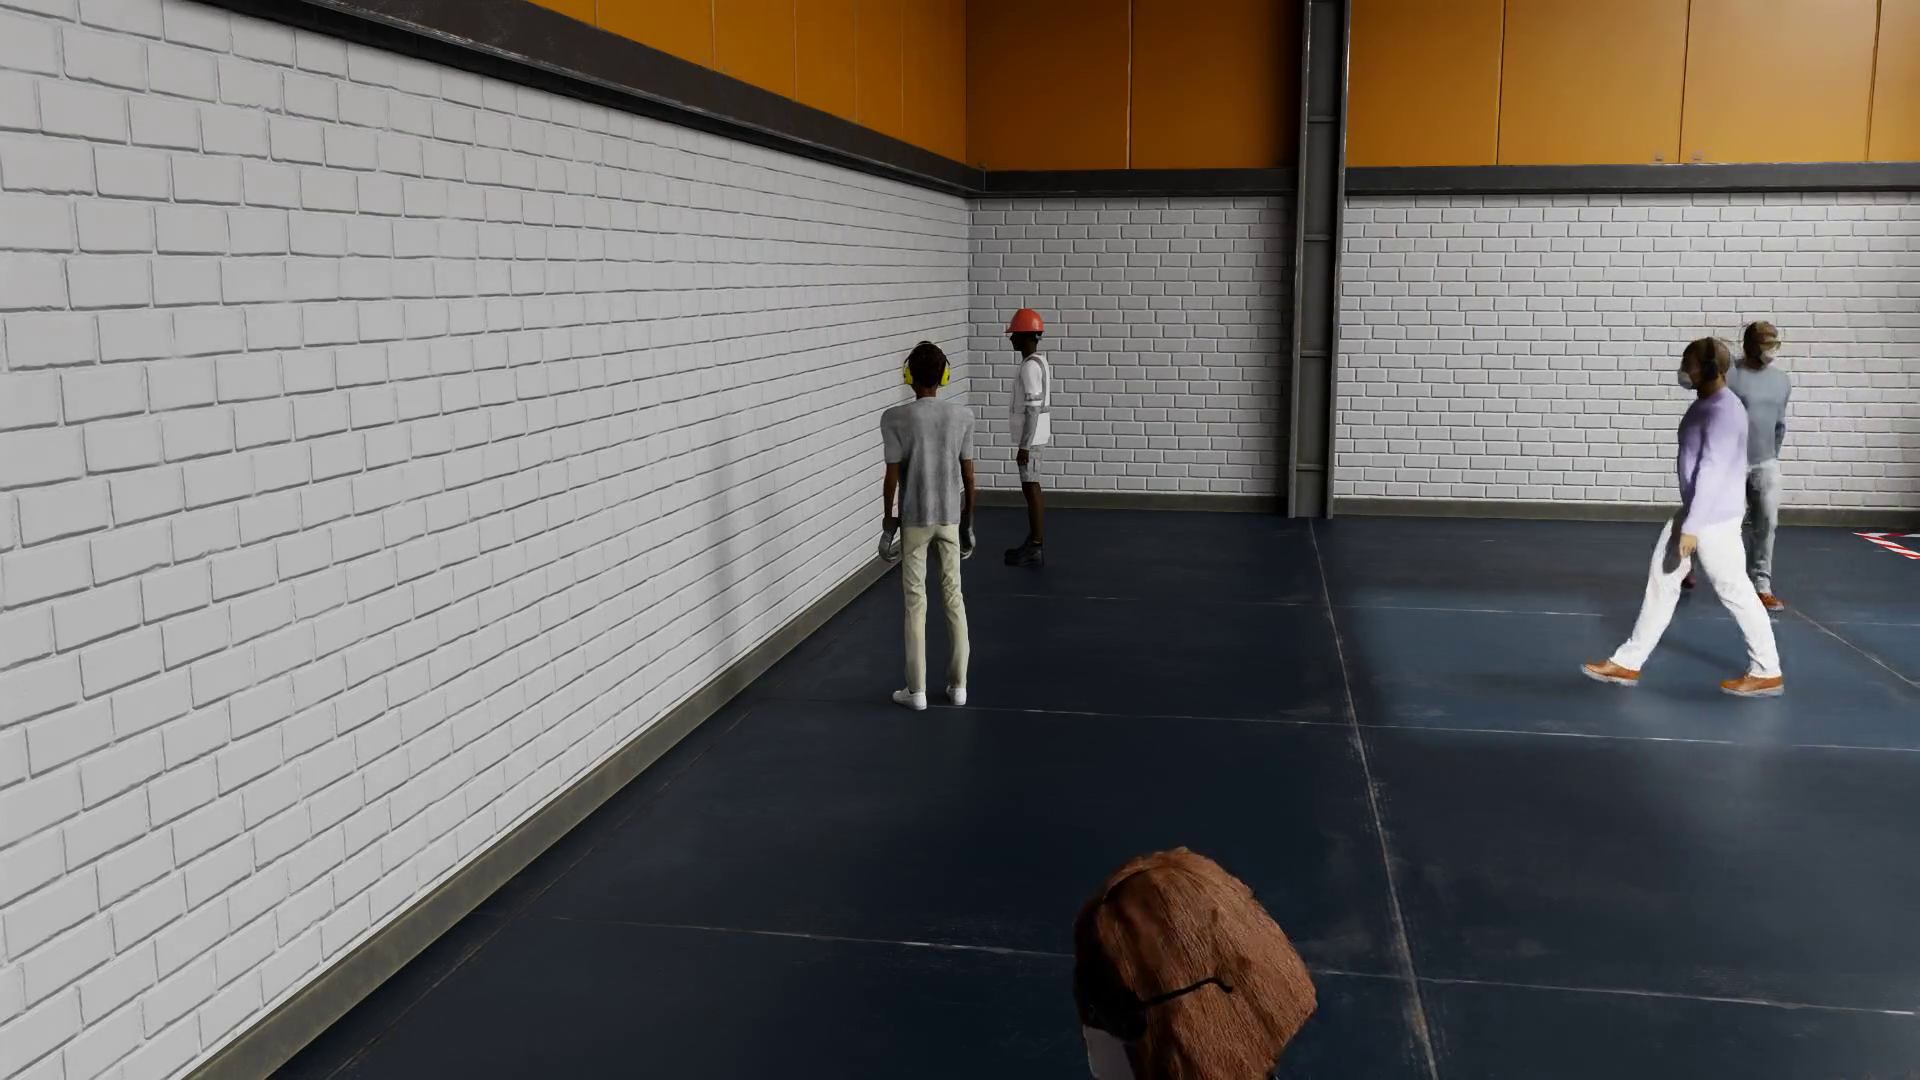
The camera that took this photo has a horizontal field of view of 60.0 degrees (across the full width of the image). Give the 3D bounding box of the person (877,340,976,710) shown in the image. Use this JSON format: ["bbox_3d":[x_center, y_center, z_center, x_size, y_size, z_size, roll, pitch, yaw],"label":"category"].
[{"bbox_3d":[-0.170,-0.071,8.454,0.515,1.872,0.333,-3,10,-18],"label":"person"}]

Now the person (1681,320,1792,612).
[{"bbox_3d":[5.195,-0.519,11.117,0.628,1.911,0.854,-2,9,-10],"label":"person"}]

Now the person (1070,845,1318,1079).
[{"bbox_3d":[0.366,1.120,1.887,0.762,1.600,0.547,-3,10,-20],"label":"person"}]

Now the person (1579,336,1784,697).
[{"bbox_3d":[3.868,-0.114,8.683,1.015,1.886,0.650,2,9,12],"label":"person"}]

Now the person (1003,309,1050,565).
[{"bbox_3d":[0.504,-0.776,12.618,0.359,1.938,0.545,1,9,5],"label":"person"}]
